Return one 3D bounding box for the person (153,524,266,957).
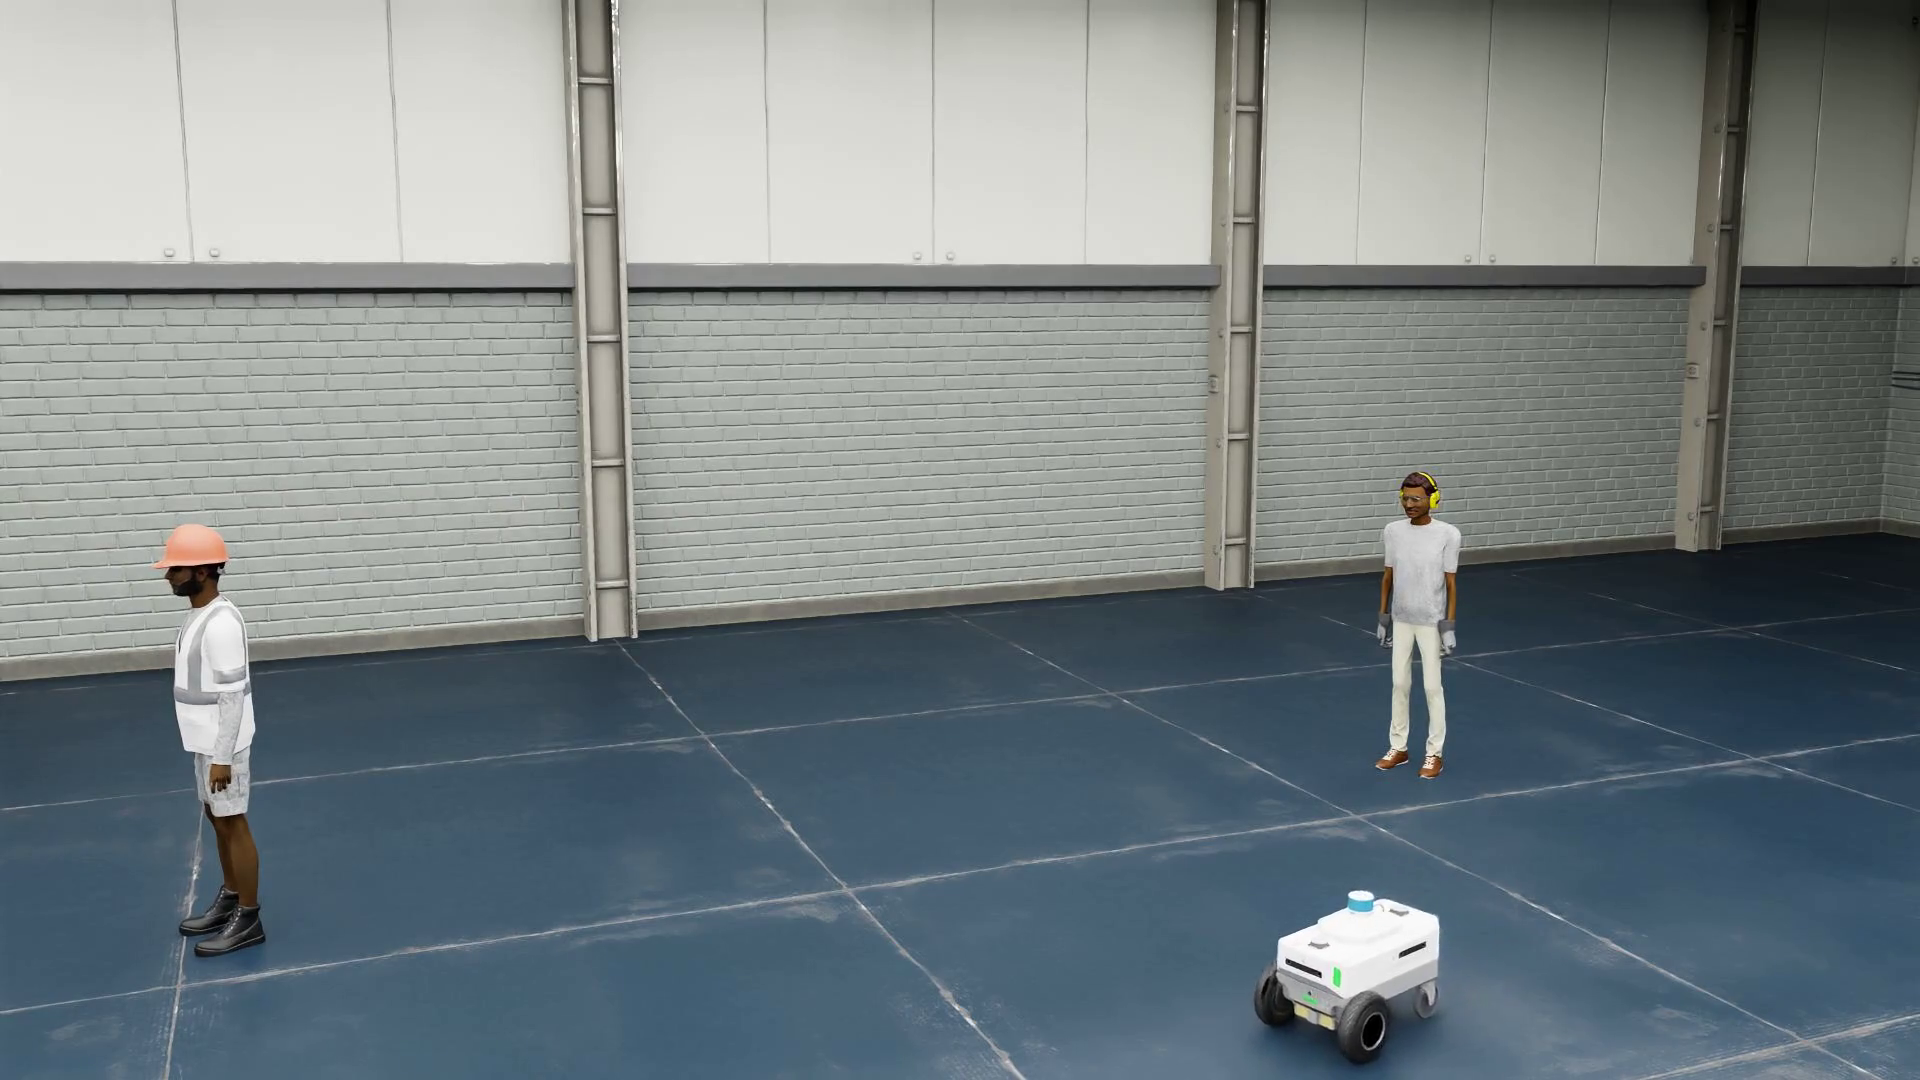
[{"bbox_3d":[-3.360,0.888,7.460,0.359,1.939,0.543,-6,11,-34],"label":"person"}]

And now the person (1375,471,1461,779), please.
[{"bbox_3d":[2.777,0.508,10.099,0.516,1.865,0.312,7,12,38],"label":"person"}]

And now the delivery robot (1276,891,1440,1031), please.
[{"bbox_3d":[1.604,1.654,6.678,0.707,0.478,0.477,-7,11,-39],"label":"delivery robot"}]
